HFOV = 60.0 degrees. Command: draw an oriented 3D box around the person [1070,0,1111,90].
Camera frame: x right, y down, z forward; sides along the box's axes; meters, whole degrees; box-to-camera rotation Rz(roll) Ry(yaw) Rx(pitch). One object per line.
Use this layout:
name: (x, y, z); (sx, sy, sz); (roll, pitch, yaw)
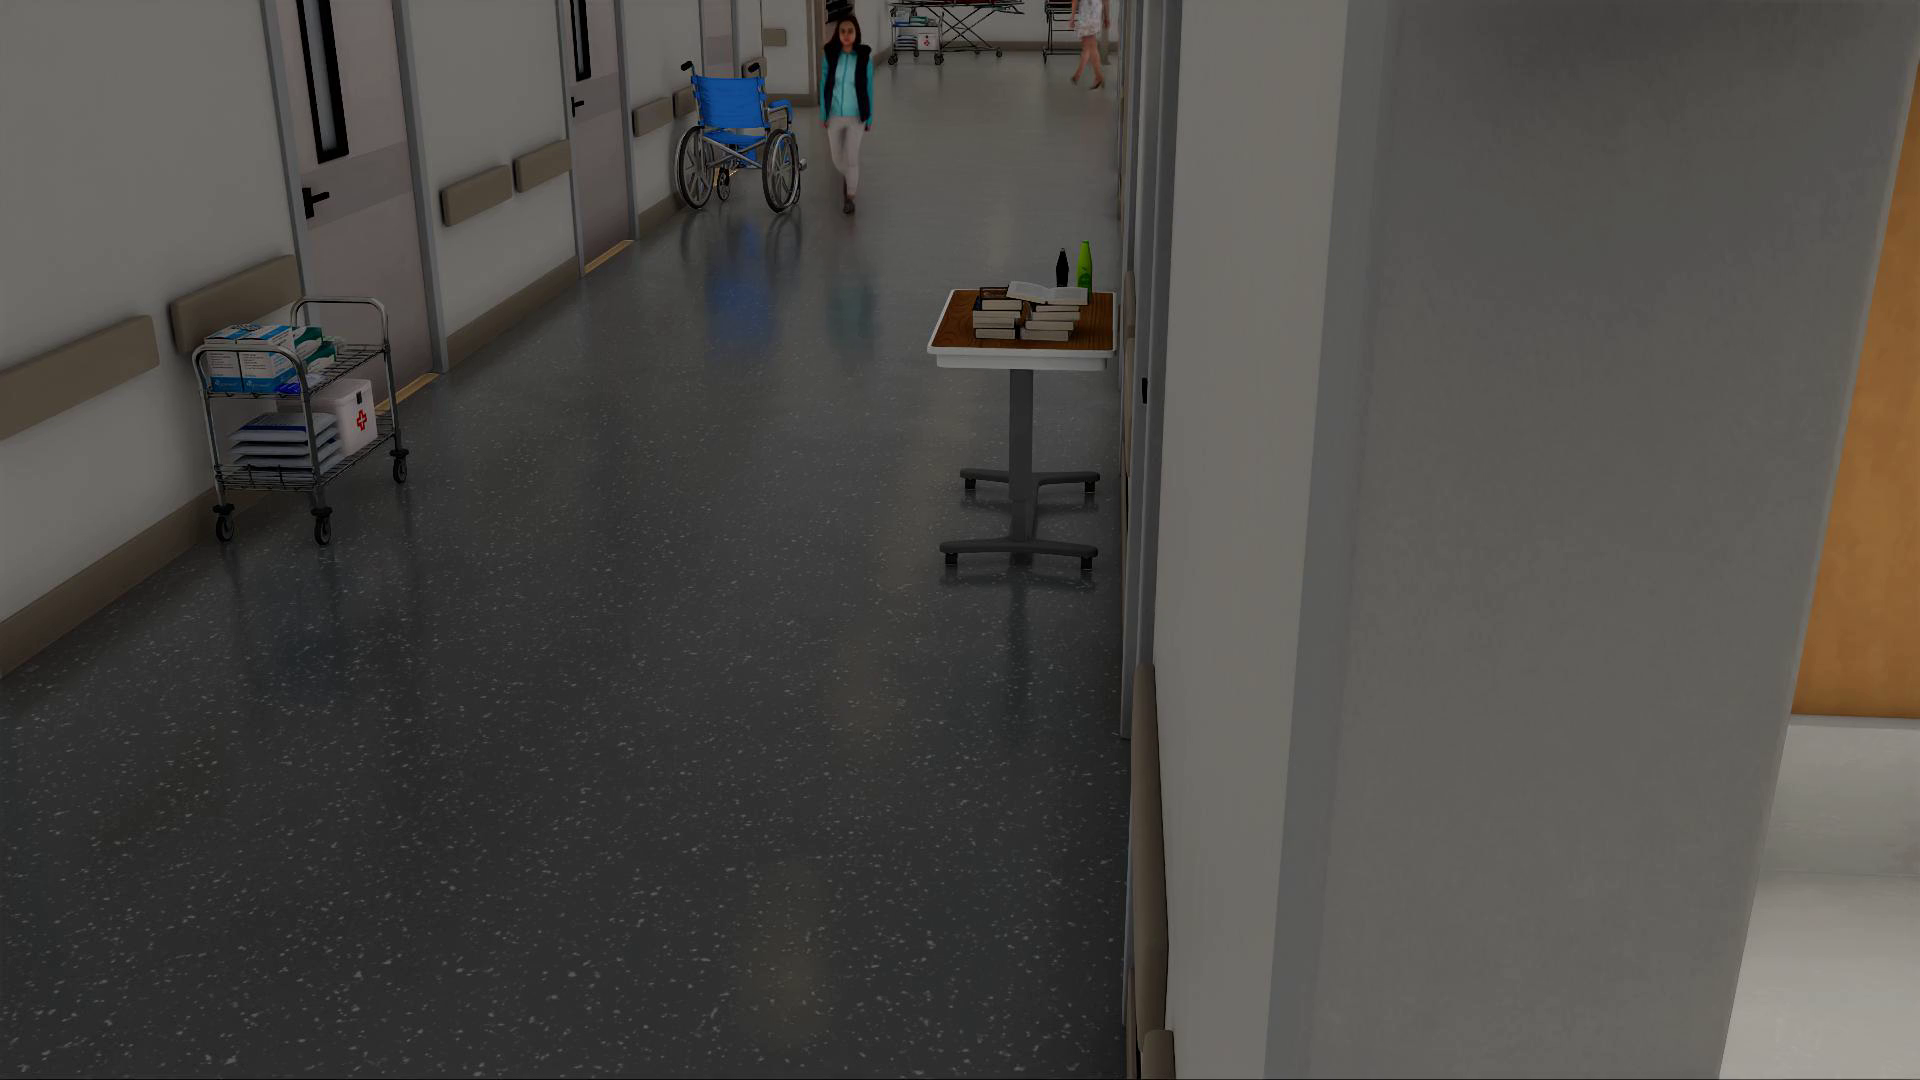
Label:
person: (1.727, -6.685, 21.515); (1.056, 1.714, 1.272); (-11, 23, -27)

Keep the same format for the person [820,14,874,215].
person: (-0.880, -3.310, 12.926); (0.562, 1.486, 0.903); (2, 21, 5)
